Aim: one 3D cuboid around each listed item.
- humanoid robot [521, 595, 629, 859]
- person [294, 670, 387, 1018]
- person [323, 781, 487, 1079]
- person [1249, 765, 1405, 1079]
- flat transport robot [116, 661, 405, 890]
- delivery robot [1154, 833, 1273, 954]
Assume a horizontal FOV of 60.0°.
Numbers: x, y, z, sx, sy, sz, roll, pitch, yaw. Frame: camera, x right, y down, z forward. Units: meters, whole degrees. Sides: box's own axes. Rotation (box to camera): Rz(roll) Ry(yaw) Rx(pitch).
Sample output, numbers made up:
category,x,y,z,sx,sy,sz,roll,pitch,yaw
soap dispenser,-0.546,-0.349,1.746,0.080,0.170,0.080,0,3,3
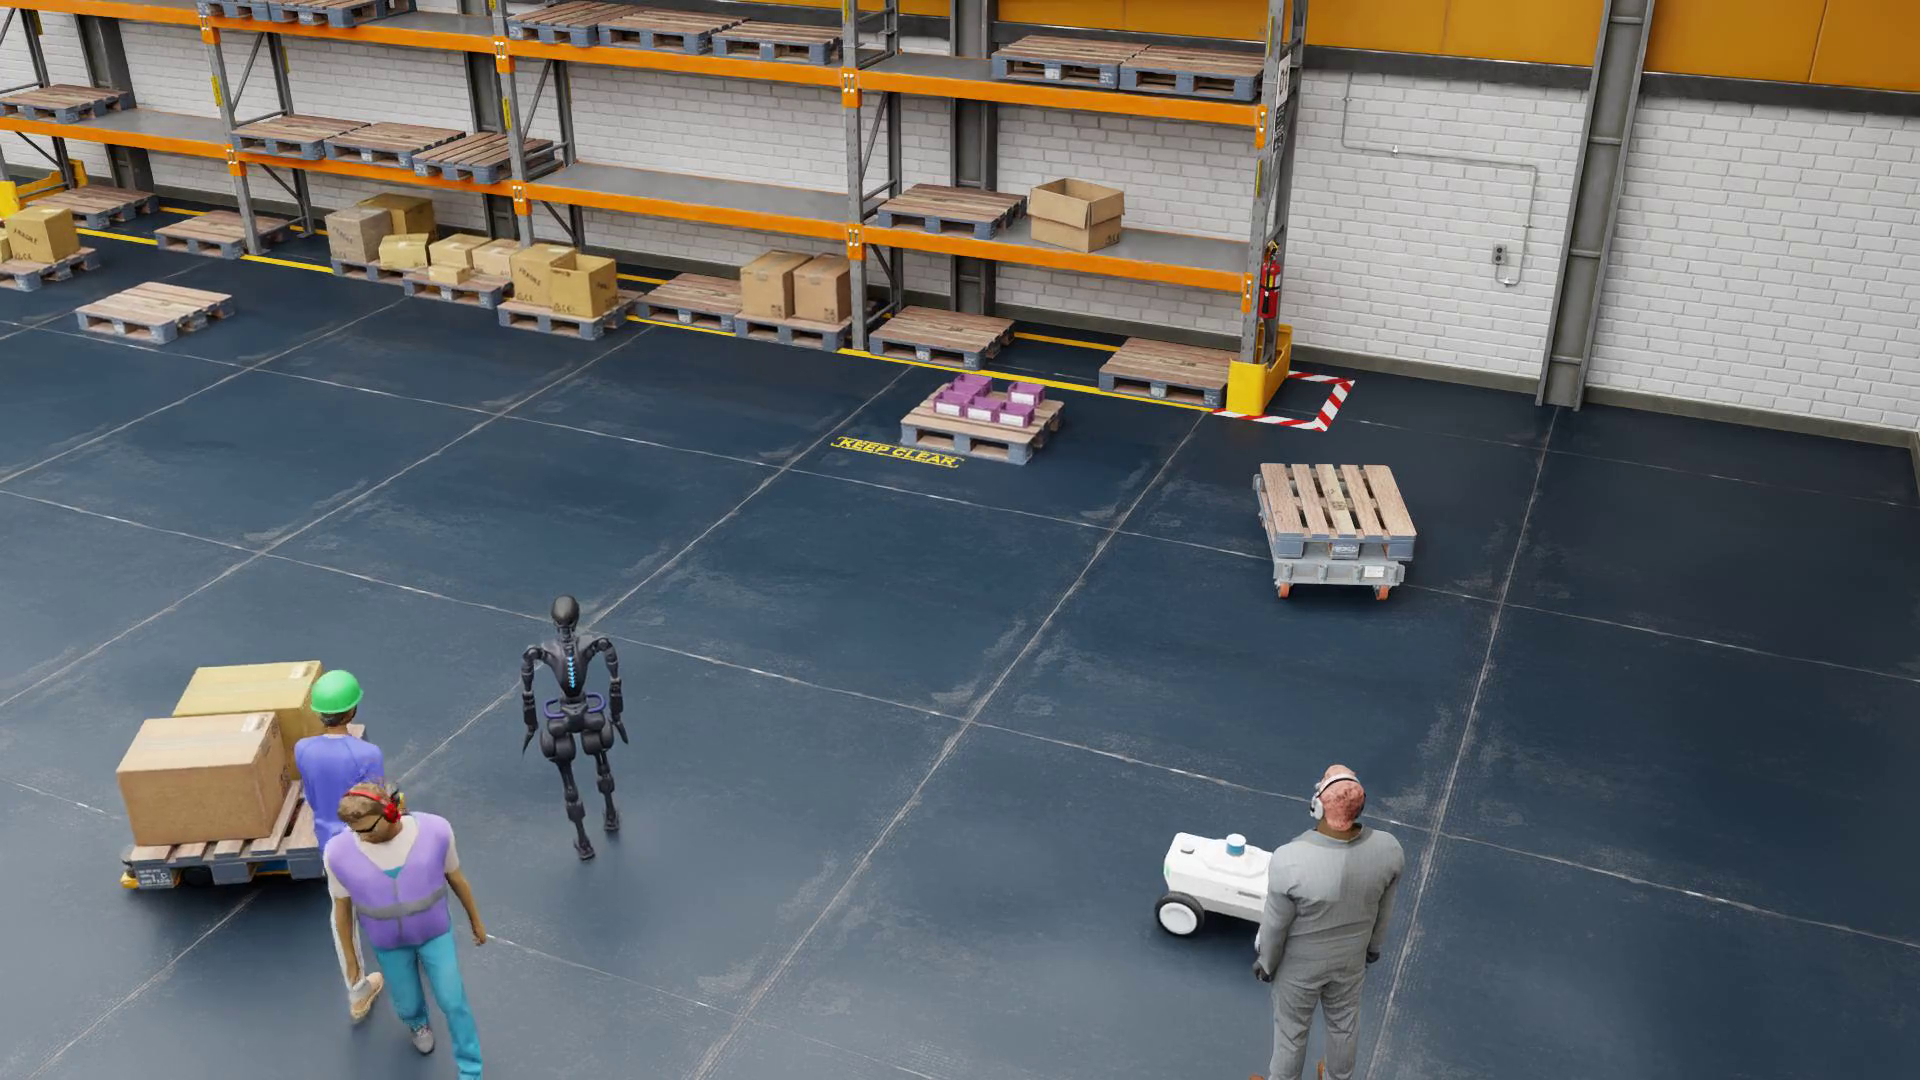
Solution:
category,x,y,z,sx,sy,sz,roll,pitch,yaw
humanoid robot,-2.184,1.033,9.391,0.585,1.655,0.377,-9,29,-17
person,-3.027,1.446,8.425,0.473,1.825,0.921,2,27,3
person,-2.550,1.811,7.748,0.634,1.807,0.703,-9,29,-18
person,1.634,1.845,7.570,0.640,1.908,0.412,-7,28,-13
flat transport robot,-4.016,1.701,9.634,1.431,0.231,0.659,-3,27,-6
delivery robot,1.446,1.862,9.007,0.763,0.592,0.518,10,29,19
